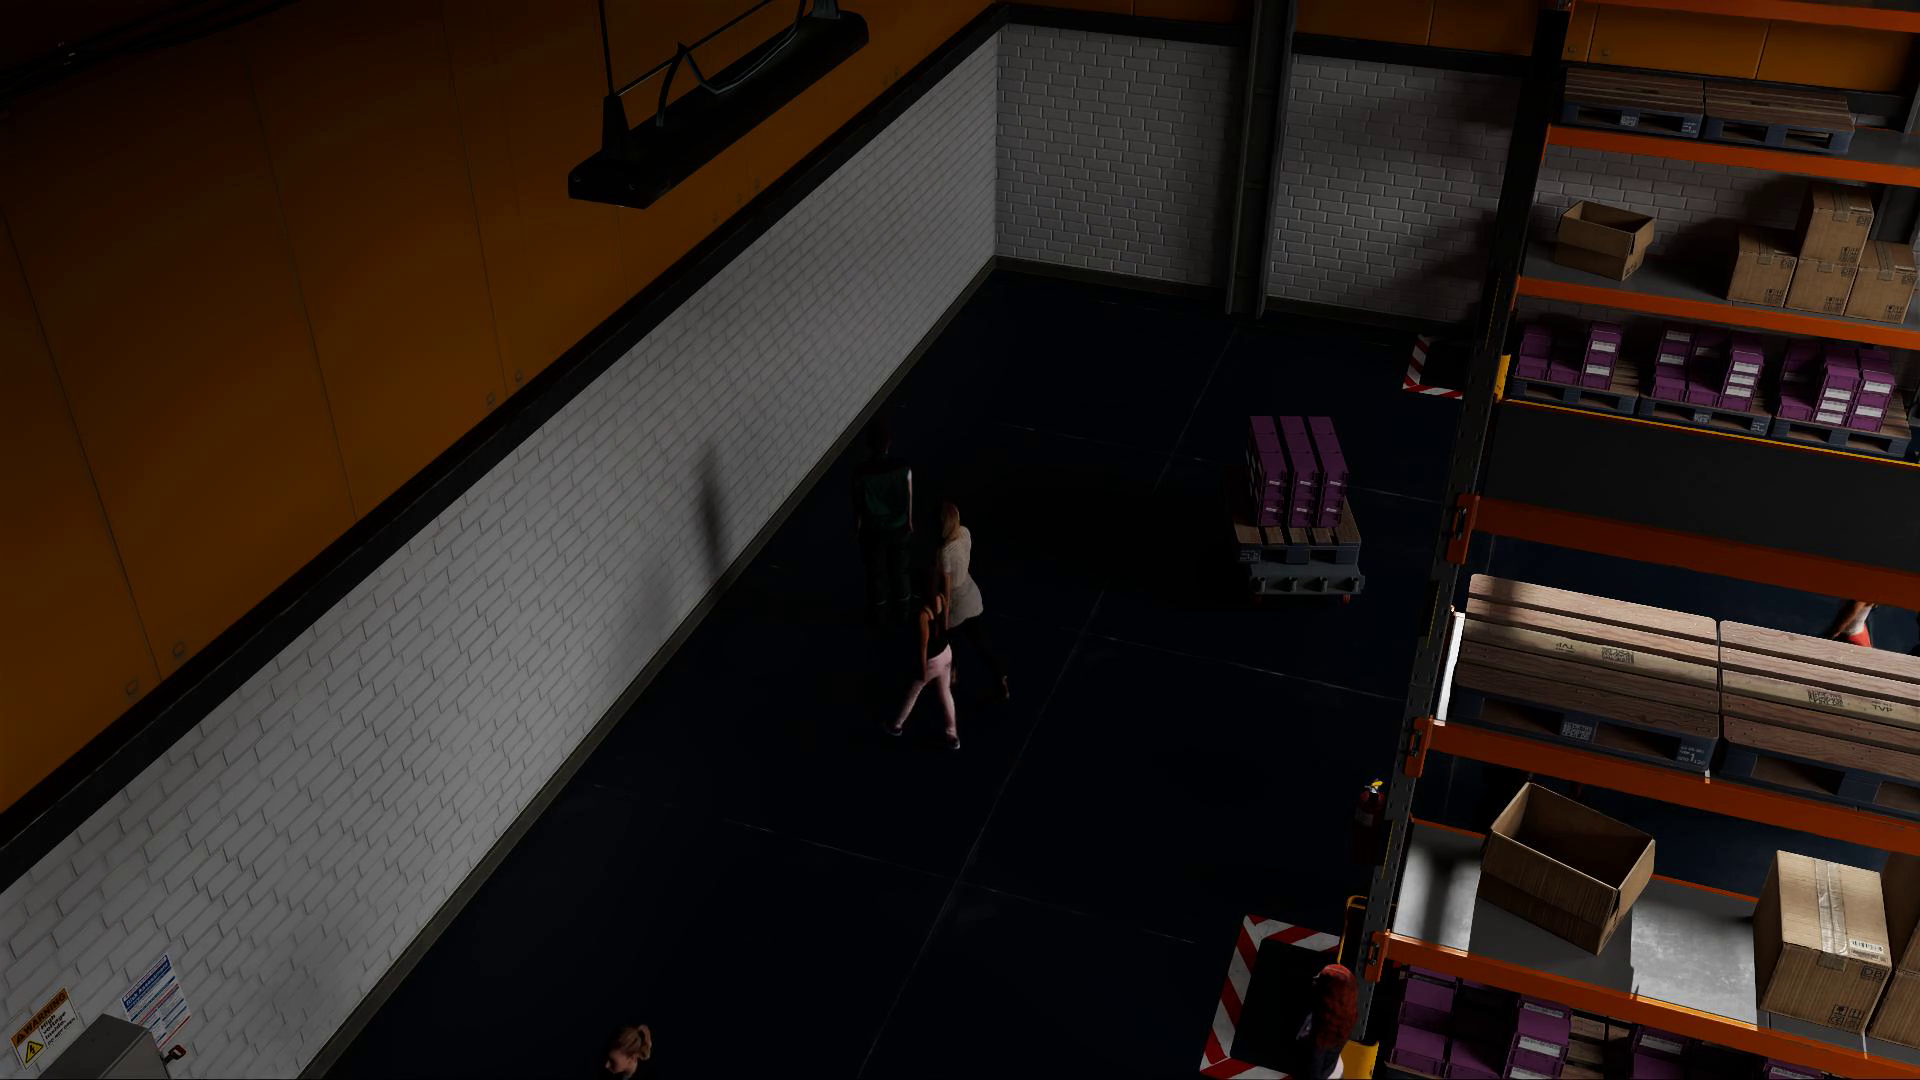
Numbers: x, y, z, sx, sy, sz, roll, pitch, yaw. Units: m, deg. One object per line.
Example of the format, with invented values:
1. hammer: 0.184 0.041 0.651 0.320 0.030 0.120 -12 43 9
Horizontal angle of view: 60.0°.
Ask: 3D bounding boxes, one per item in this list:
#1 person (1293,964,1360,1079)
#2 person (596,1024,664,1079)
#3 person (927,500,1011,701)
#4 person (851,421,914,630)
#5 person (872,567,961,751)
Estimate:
1. person: 1.853 2.850 8.679 0.609 1.786 0.622 20 38 27
2. person: -1.562 3.025 8.527 1.084 1.662 0.919 25 41 32
3. person: 0.070 0.501 12.213 0.966 1.786 0.725 25 41 32
4. person: -0.600 -0.108 13.082 0.712 1.838 0.802 -9 35 -13
5. person: -0.138 0.876 11.875 0.954 1.534 0.654 21 39 28
